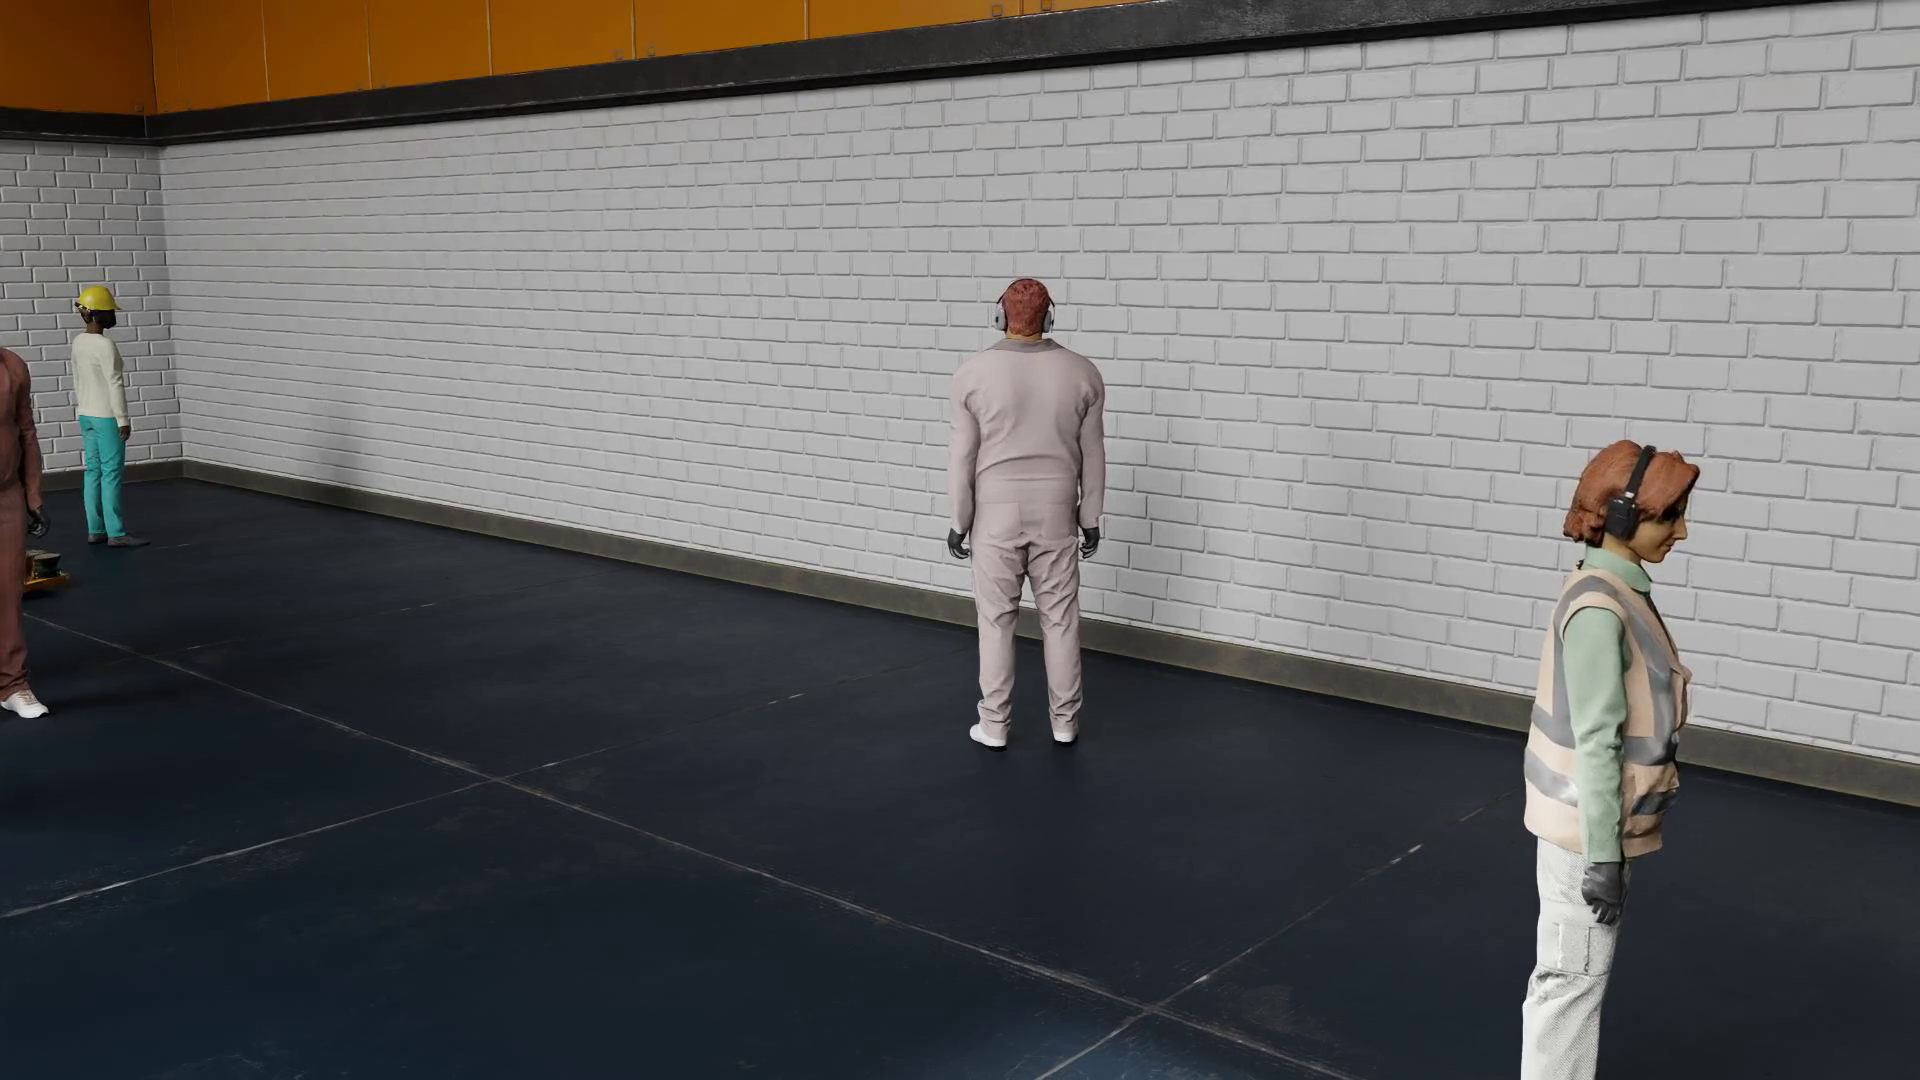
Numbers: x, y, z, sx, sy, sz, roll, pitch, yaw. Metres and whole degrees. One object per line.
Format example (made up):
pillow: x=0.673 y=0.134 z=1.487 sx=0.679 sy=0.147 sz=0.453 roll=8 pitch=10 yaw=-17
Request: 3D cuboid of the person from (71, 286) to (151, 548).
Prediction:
person: x=-5.787 y=-0.828 z=11.275 sx=0.533 sy=1.768 sz=0.310 roll=7 pitch=12 yaw=36

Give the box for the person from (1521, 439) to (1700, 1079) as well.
person: x=1.324 y=0.609 z=3.454 sx=0.310 sy=1.640 sz=0.514 roll=4 pitch=11 yaw=22

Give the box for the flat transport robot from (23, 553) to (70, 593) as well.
flat transport robot: x=-6.057 y=0.192 z=9.724 sx=1.431 sy=0.197 sz=0.652 roll=2 pitch=10 yaw=13

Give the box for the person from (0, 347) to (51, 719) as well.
person: x=-4.177 y=-0.145 z=6.993 sx=0.405 sy=1.904 sz=0.653 roll=9 pitch=13 yaw=40

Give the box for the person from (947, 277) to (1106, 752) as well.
person: x=0.259 y=-0.098 z=6.722 sx=0.651 sy=1.906 sz=0.403 roll=-2 pitch=10 yaw=-10
